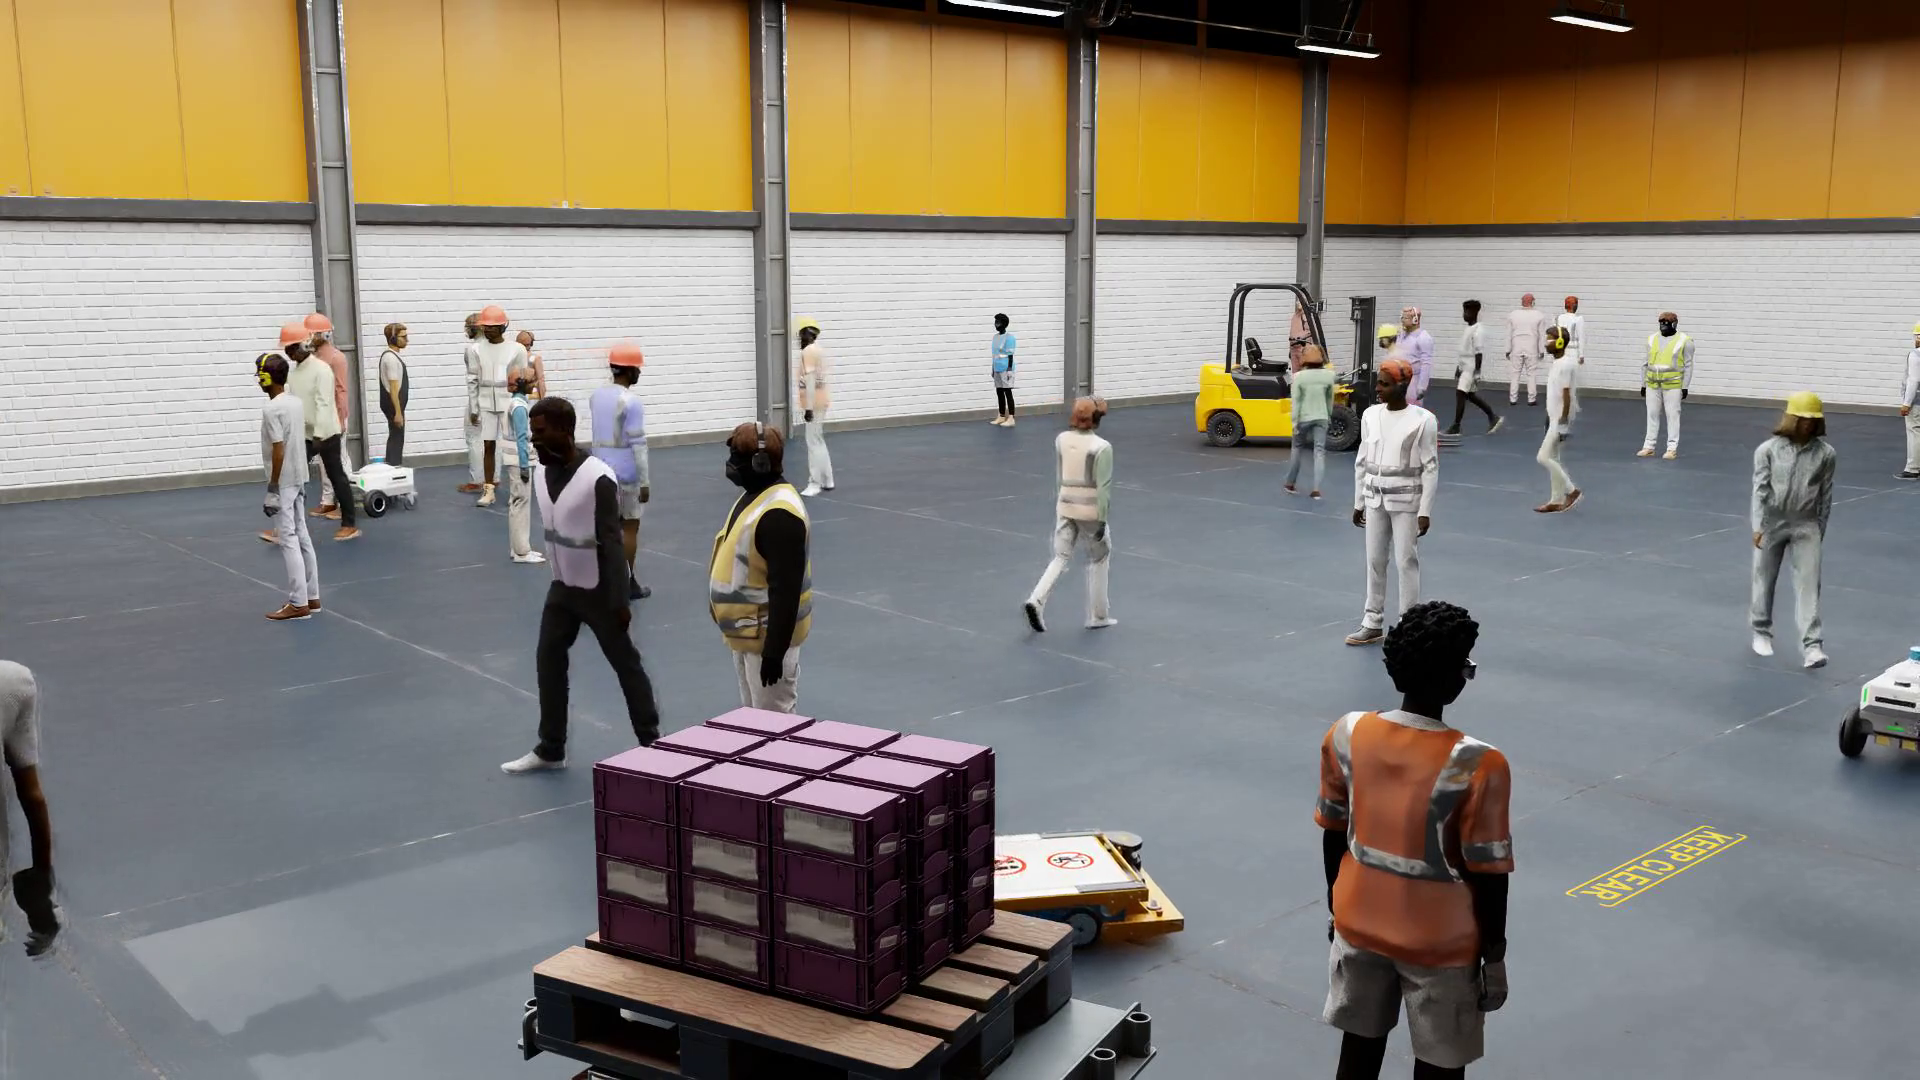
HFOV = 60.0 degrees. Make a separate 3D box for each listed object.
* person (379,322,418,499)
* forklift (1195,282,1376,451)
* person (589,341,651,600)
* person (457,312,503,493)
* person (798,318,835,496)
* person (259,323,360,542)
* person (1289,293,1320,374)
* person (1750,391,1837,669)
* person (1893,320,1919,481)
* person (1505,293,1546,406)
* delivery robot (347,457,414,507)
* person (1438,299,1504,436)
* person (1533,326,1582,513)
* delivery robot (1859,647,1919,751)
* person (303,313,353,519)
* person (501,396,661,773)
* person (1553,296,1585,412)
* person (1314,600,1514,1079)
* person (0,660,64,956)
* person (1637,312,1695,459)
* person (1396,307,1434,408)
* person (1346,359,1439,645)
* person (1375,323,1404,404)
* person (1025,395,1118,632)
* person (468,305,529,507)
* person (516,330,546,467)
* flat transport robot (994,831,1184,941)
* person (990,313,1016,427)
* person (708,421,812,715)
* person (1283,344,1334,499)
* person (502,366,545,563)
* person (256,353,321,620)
[{"bbox_3d":[-5.911,-1.355,17.446,0.326,1.843,0.515,-4,10,-20],"label":"person"},{"bbox_3d":[4.328,-2.346,22.227,2.313,2.155,1.214,3,10,16],"label":"forklift"},{"bbox_3d":[-2.504,-0.488,12.135,0.573,1.922,0.540,8,13,40],"label":"person"},{"bbox_3d":[-5.144,-1.475,17.886,0.435,1.934,0.647,3,10,16],"label":"person"},{"bbox_3d":[-1.564,-1.415,17.741,0.369,1.874,0.679,0,10,2],"label":"person"},{"bbox_3d":[-5.761,-0.923,14.638,0.614,1.937,0.974,6,11,29],"label":"person"},{"bbox_3d":[5.753,-3.195,28.027,0.408,1.913,0.644,-5,11,-28],"label":"person"},{"bbox_3d":[5.150,-0.058,10.282,0.489,1.704,0.875,2,10,13],"label":"person"},{"bbox_3d":[10.879,-1.584,18.833,0.600,1.827,0.404,-5,11,-25],"label":"person"},{"bbox_3d":[9.617,-3.237,28.287,0.652,1.906,0.402,5,11,27],"label":"person"},{"bbox_3d":[-5.741,-0.579,16.402,0.477,0.478,0.707,5,11,27],"label":"delivery robot"},{"bbox_3d":[7.255,-2.429,23.453,0.880,1.942,0.604,1,10,6],"label":"person"},{"bbox_3d":[5.845,-1.166,16.326,0.397,1.848,0.546,2,10,9],"label":"person"},{"bbox_3d":[4.843,0.785,8.416,0.707,0.478,0.477,-10,14,-44],"label":"delivery robot"},{"bbox_3d":[-6.149,-1.198,16.118,0.614,1.987,0.407,7,12,36],"label":"person"},{"bbox_3d":[-1.805,0.234,8.120,0.644,1.871,0.694,8,12,39],"label":"person"},{"bbox_3d":[9.935,-3.032,27.154,0.355,1.883,0.573,-7,12,-37],"label":"person"},{"bbox_3d":[1.131,0.989,4.156,0.317,1.695,0.540,-8,13,-41],"label":"person"},{"bbox_3d":[-2.575,0.910,4.233,0.893,1.837,0.515,6,12,33],"label":"person"},{"bbox_3d":[8.838,-1.937,20.862,0.429,1.842,0.629,-8,13,-40],"label":"person"},{"bbox_3d":[5.554,-1.927,20.613,0.409,1.907,0.651,-3,10,-18],"label":"person"},{"bbox_3d":[2.775,-0.218,10.679,0.338,1.881,0.583,-8,12,-39],"label":"person"},{"bbox_3d":[5.146,-1.684,19.654,0.520,1.741,0.536,-1,10,-7],"label":"person"},{"bbox_3d":[0.768,-0.166,11.153,0.517,1.613,0.726,9,13,42],"label":"person"},{"bbox_3d":[-4.664,-1.346,16.821,0.609,2.040,0.395,0,10,1],"label":"person"},{"bbox_3d":[-5.202,-1.694,20.015,0.522,1.645,0.306,4,11,24],"label":"person"},{"bbox_3d":[0.066,1.333,6.309,1.431,0.197,0.652,-2,10,-11],"label":"flat transport robot"},{"bbox_3d":[0.639,-2.534,24.801,0.319,1.691,0.535,-6,11,-30],"label":"person"},{"bbox_3d":[-0.852,0.413,7.103,0.429,1.844,0.625,-3,10,-19],"label":"person"},{"bbox_3d":[3.679,-1.257,17.578,0.510,1.607,0.767,-1,10,-5],"label":"person"},{"bbox_3d":[-3.630,-0.622,13.783,0.312,1.631,0.507,-3,10,-17],"label":"person"},{"bbox_3d":[-4.720,-0.370,11.623,0.315,1.865,0.526,0,10,1],"label":"person"}]
